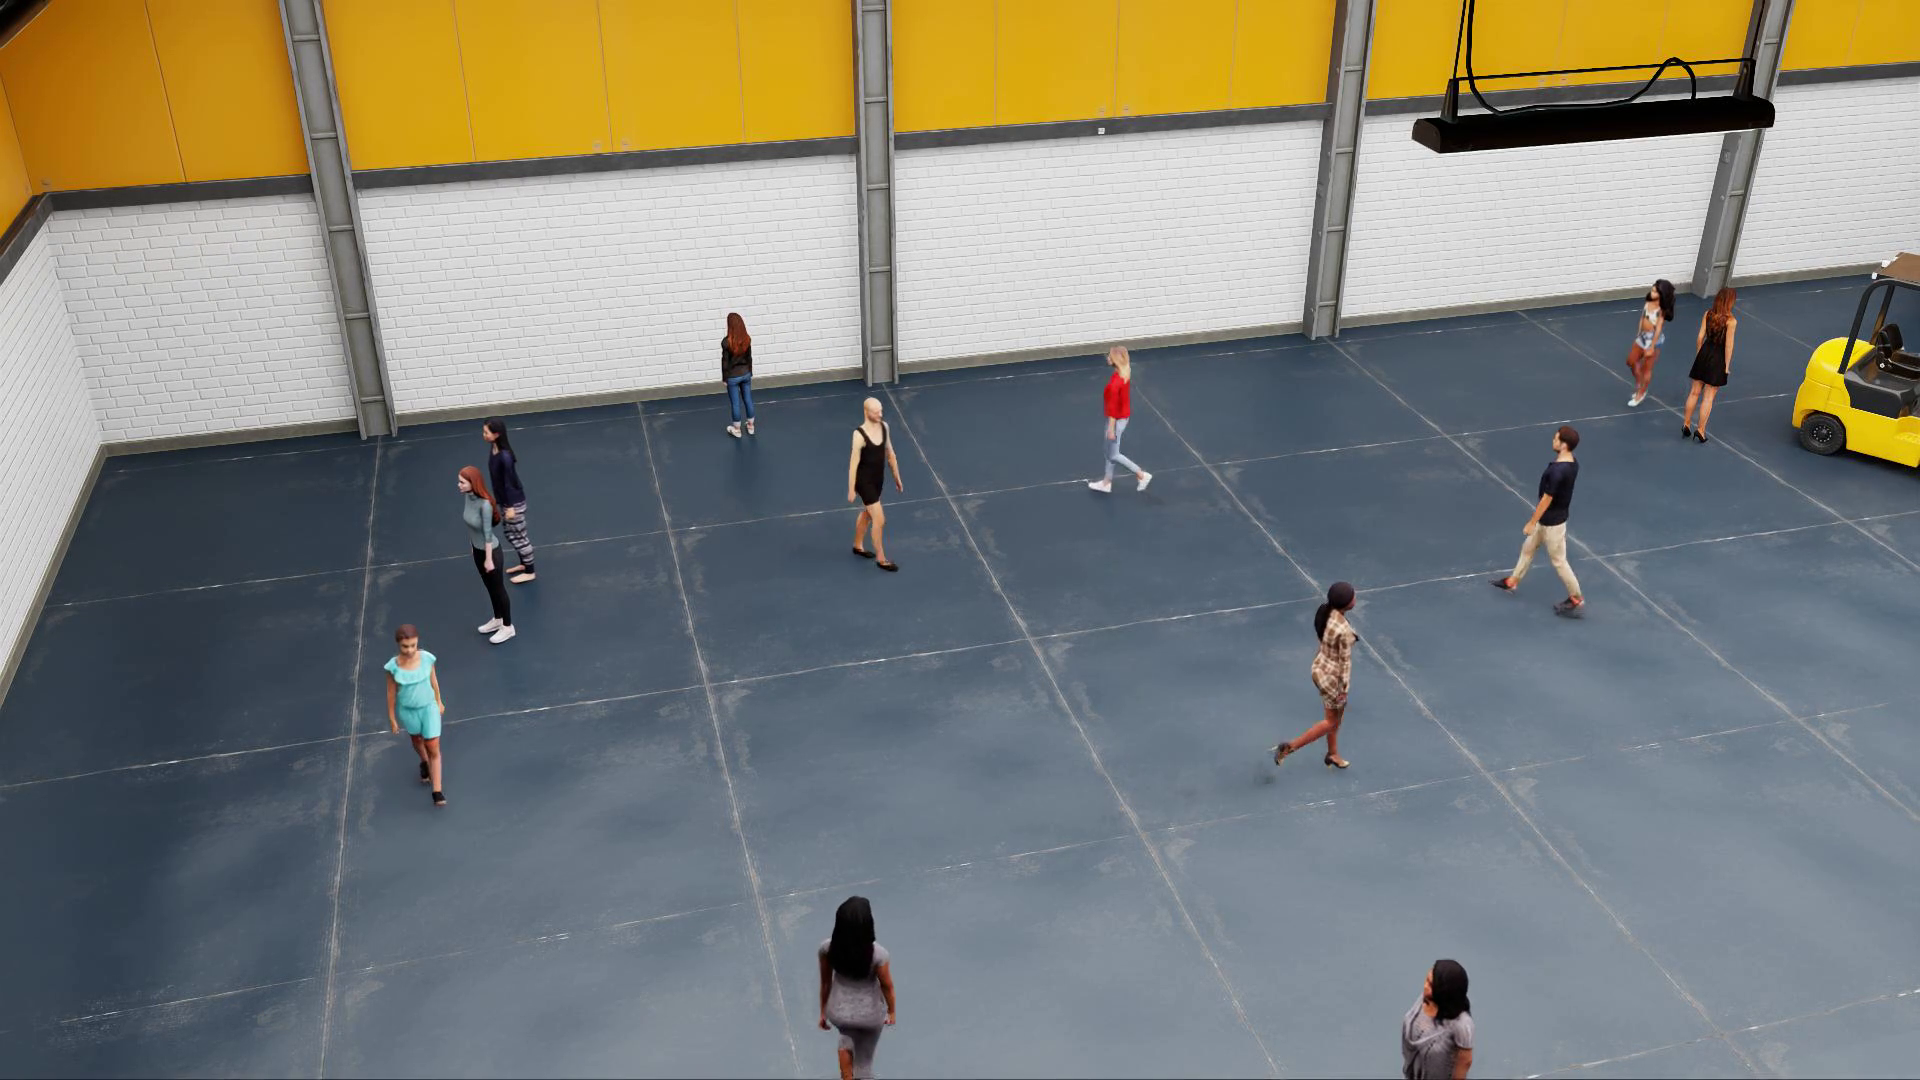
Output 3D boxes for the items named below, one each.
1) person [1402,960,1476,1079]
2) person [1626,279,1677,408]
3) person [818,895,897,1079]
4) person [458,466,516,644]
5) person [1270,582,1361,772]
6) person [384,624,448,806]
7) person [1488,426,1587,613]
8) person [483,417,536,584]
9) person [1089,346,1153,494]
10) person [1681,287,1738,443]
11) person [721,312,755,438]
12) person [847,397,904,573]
[{"bbox_3d":[2.814,3.095,9.785,0.631,1.609,0.611,-7,29,-13],"label":"person"},{"bbox_3d":[8.237,-2.338,19.742,0.596,1.611,0.589,-6,29,-10],"label":"person"},{"bbox_3d":[-0.646,2.920,9.940,0.710,1.767,0.788,6,29,10],"label":"person"},{"bbox_3d":[-4.301,0.114,15.111,0.647,1.742,0.640,-22,36,-35],"label":"person"},{"bbox_3d":[2.870,1.139,13.196,0.929,1.775,0.573,-8,30,-14],"label":"person"},{"bbox_3d":[-4.294,1.305,13.164,0.960,1.516,0.671,-9,30,-15],"label":"person"},{"bbox_3d":[5.612,-0.143,15.506,1.227,1.814,1.138,14,32,24],"label":"person"},{"bbox_3d":[-4.336,-0.406,16.077,0.603,1.730,0.644,-16,32,-27],"label":"person"},{"bbox_3d":[1.727,-1.230,17.631,1.048,1.688,0.937,11,30,19],"label":"person"},{"bbox_3d":[8.512,-1.992,18.875,0.623,1.834,0.642,-17,33,-28],"label":"person"},{"bbox_3d":[-2.542,-1.903,19.080,0.568,1.481,0.680,-22,35,-34],"label":"person"},{"bbox_3d":[-0.964,-0.595,16.362,1.010,1.788,0.952,15,32,25],"label":"person"}]
